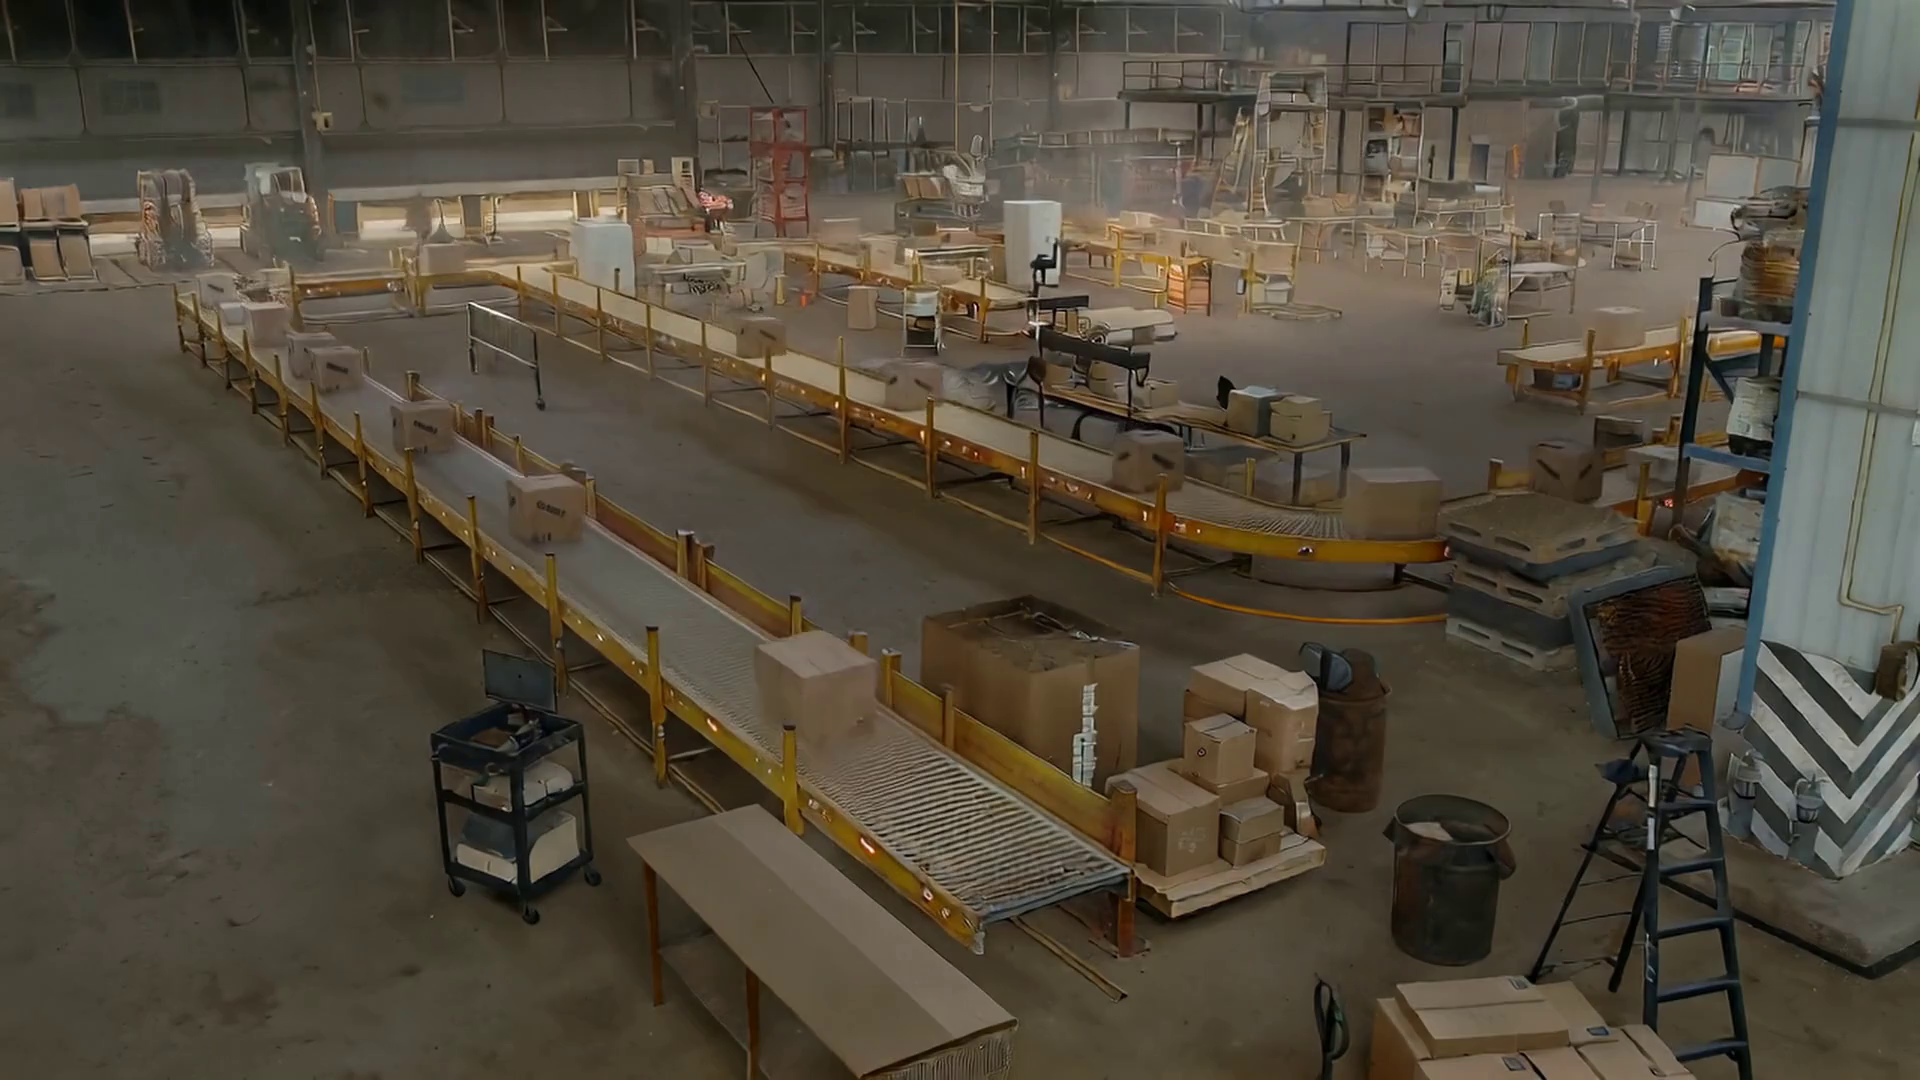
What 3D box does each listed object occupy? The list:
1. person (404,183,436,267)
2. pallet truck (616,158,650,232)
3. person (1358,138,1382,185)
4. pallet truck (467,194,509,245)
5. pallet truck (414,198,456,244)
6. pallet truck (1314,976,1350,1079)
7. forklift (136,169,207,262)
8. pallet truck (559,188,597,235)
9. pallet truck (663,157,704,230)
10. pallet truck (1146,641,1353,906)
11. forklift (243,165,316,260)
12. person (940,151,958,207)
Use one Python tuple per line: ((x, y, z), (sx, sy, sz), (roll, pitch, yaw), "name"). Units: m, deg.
((-12.264, -7.144, 37.737), (0.658, 1.862, 0.981), (5, 18, 18), "person")
((-8.918, -9.176, 44.255), (0.823, 1.965, 1.885), (-9, 19, -27), "pallet truck")
((14.630, -13.517, 59.004), (1.025, 1.826, 0.597), (7, 18, 23), "person")
((-11.983, -8.177, 42.137), (0.704, 1.261, 1.522), (-11, 20, -33), "pallet truck")
((-13.250, -8.060, 41.856), (0.680, 1.201, 1.601), (-10, 20, -31), "pallet truck")
((2.299, 2.390, 7.086), (1.601, 1.201, 0.680), (-2, 17, -7), "pallet truck")
((-17.842, -7.318, 37.559), (1.157, 1.987, 2.680), (-10, 20, -31), "forklift")
((-10.010, -8.652, 43.699), (0.653, 1.274, 1.630), (-10, 20, -31), "pallet truck")
((-7.586, -9.308, 44.692), (0.823, 1.965, 1.885), (-11, 20, -33), "pallet truck")
((1.664, 1.407, 10.232), (1.630, 1.274, 0.653), (-10, 20, -31), "pallet truck")
((-15.898, -7.669, 38.708), (1.157, 1.987, 2.680), (-11, 20, -33), "forklift")
((-0.376, -9.774, 46.211), (0.843, 2.009, 0.627), (13, 21, 37), "person")
